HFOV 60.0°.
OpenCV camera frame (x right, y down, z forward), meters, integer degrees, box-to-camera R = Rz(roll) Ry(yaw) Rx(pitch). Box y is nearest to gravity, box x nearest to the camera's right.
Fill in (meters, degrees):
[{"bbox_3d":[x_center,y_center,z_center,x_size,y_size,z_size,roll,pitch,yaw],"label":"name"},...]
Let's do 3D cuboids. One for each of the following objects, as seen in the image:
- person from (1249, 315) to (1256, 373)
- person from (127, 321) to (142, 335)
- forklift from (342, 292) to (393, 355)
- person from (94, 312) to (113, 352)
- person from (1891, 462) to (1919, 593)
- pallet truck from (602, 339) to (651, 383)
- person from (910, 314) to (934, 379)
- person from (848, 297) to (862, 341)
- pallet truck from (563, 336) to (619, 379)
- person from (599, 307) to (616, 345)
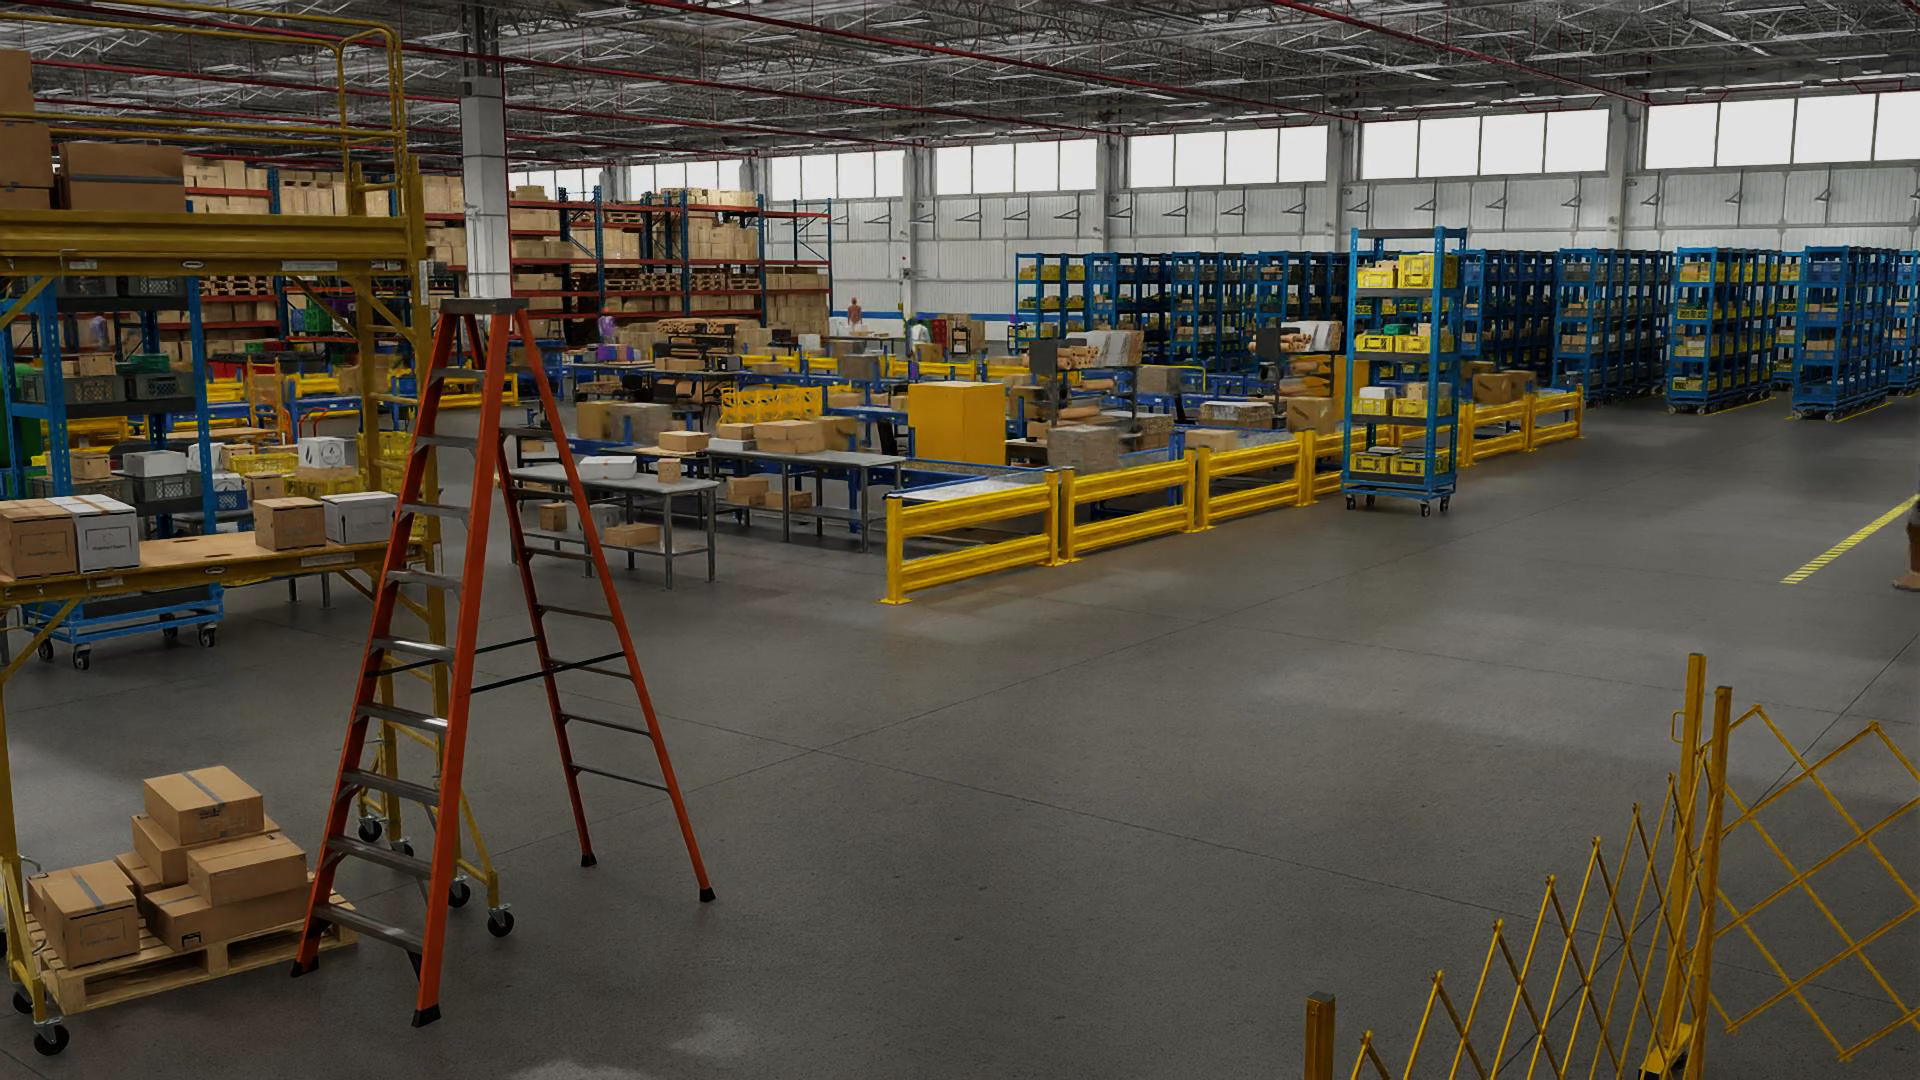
[{"bbox_3d":[8.973,-5.917,50.223,0.404,1.832,0.598,-6,11,-33],"label":"person"},{"bbox_3d":[-25.426,-6.005,51.447,0.624,1.627,0.349,-8,12,-41],"label":"person"},{"bbox_3d":[-16.485,-5.622,45.120,1.129,2.768,1.873,7,11,37],"label":"forklift"},{"bbox_3d":[-27.889,-6.590,54.115,0.649,1.929,0.442,7,11,36],"label":"person"},{"bbox_3d":[9.162,-0.465,15.617,0.635,2.013,0.795,-2,9,-11],"label":"person"},{"bbox_3d":[-8.991,-4.871,45.351,0.653,1.274,1.630,7,11,37],"label":"pallet truck"},{"bbox_3d":[-1.066,-5.368,46.599,1.007,1.887,0.616,-7,12,-39],"label":"person"},{"bbox_3d":[-4.614,-9.662,73.094,0.627,1.993,0.389,0,9,1],"label":"person"},{"bbox_3d":[-10.690,-5.294,48.215,1.601,1.201,0.680,-5,10,-26],"label":"pallet truck"},{"bbox_3d":[-12.055,-7.074,57.286,0.759,1.883,0.428,-5,10,-27],"label":"person"}]
